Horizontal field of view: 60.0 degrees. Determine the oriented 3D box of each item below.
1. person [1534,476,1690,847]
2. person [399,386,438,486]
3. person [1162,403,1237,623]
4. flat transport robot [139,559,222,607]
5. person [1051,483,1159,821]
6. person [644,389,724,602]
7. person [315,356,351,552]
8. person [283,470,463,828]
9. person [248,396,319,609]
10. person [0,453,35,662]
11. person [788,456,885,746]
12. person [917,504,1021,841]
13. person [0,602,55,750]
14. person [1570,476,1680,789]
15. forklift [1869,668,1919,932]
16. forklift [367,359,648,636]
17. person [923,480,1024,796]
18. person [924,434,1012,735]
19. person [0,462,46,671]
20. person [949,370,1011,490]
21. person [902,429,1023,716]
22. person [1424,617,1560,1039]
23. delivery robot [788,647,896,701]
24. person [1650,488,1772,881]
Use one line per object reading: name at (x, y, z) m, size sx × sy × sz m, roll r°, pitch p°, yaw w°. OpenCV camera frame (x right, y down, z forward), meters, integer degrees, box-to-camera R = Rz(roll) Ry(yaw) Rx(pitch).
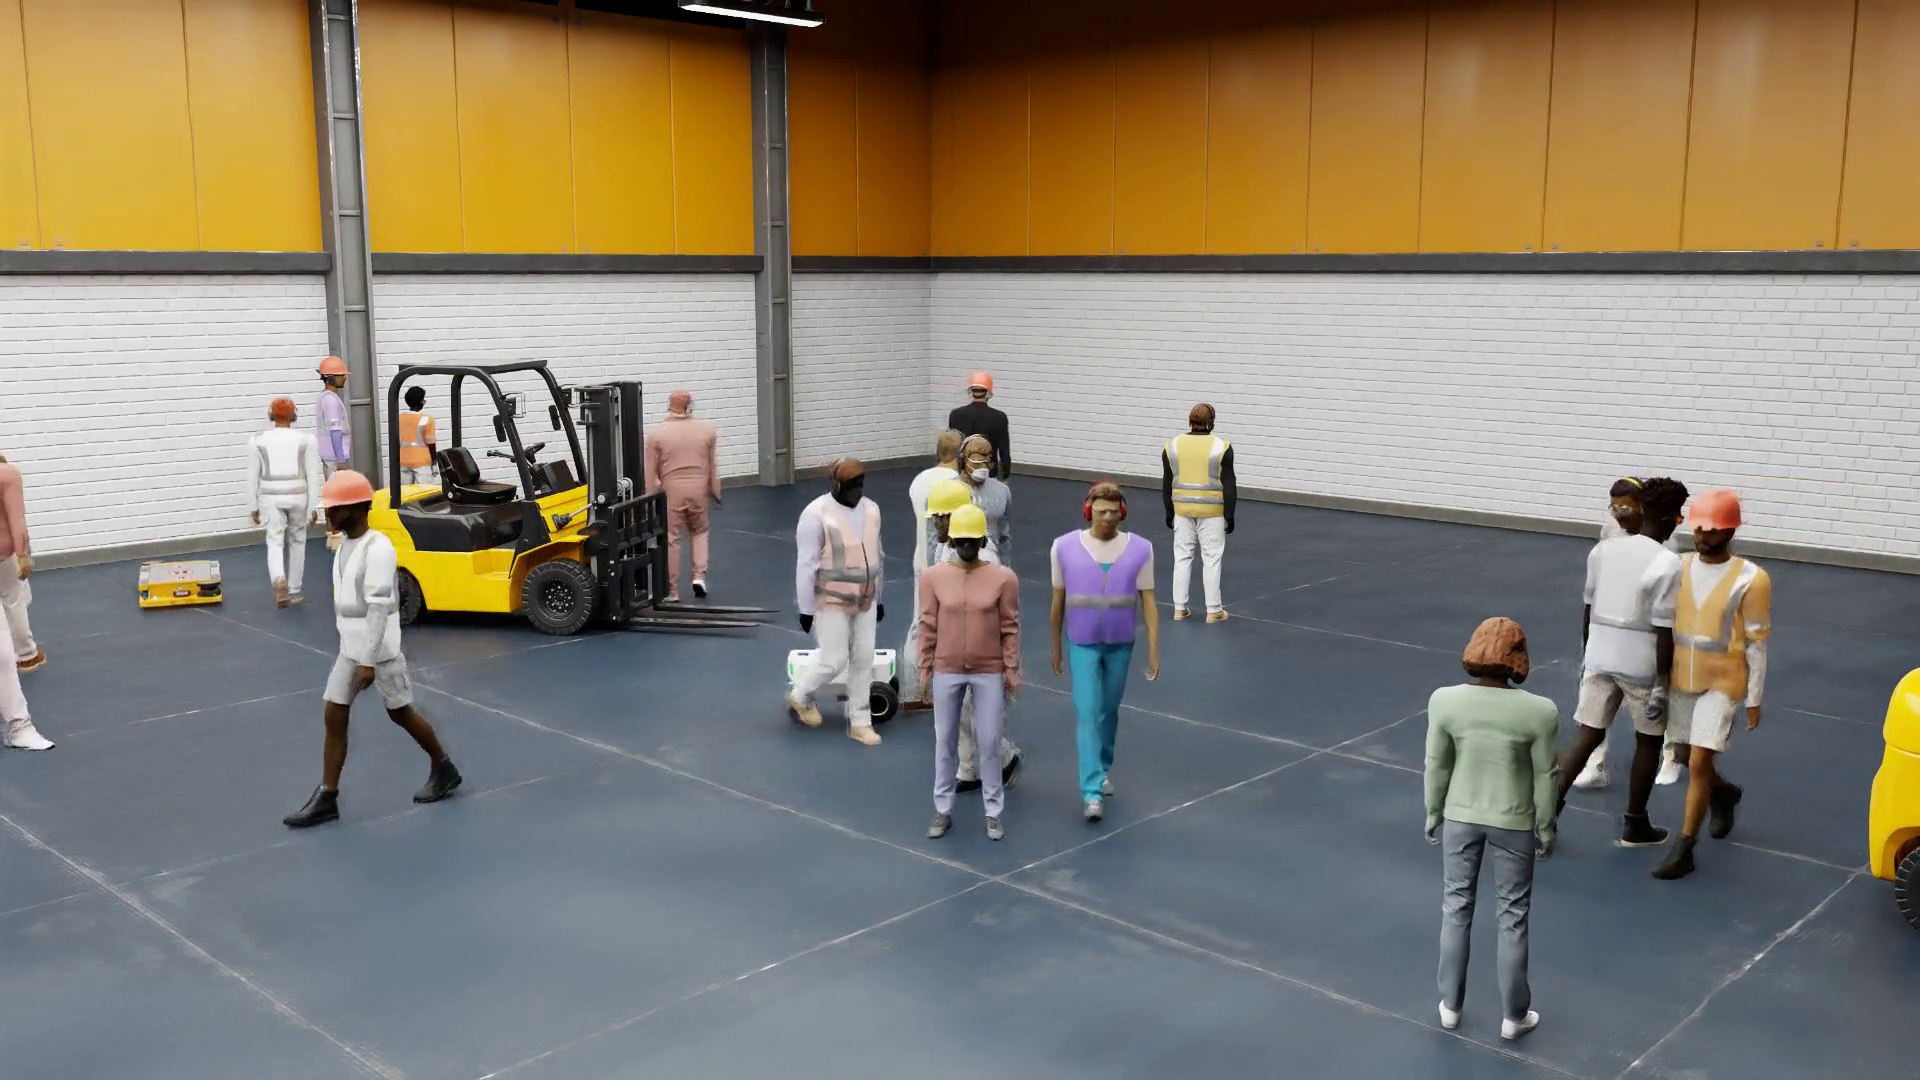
person at (3.292, 0.637, 8.410) m, size 0.798 × 1.921 × 0.629 m, roll -5°, pitch 11°, yaw -28°
person at (-5.887, -0.817, 18.006) m, size 0.535 × 1.689 × 0.320 m, roll 3°, pitch 10°, yaw 17°
person at (2.011, -0.226, 13.909) m, size 0.633 × 1.843 × 0.429 m, roll 4°, pitch 10°, yaw 25°
flat transport robot at (-7.043, 0.374, 15.030) m, size 0.652 × 0.197 × 1.431 m, roll -4°, pitch 10°, yaw -24°
person at (0.793, 0.585, 9.063) m, size 0.580 × 1.792 × 0.875 m, roll -1°, pitch 9°, yaw -6°
person at (-2.456, -0.392, 14.795) m, size 0.752 × 1.886 × 0.400 m, roll -4°, pitch 10°, yaw -24°
person at (-6.508, -0.892, 17.375) m, size 0.370 × 2.044 × 0.608 m, roll -5°, pitch 11°, yaw -29°
person at (-3.159, 0.558, 8.962) m, size 0.558 × 1.899 × 0.977 m, roll 8°, pitch 12°, yaw 41°
person at (-5.861, -0.319, 14.440) m, size 0.578 × 1.862 × 0.813 m, roll -3°, pitch 10°, yaw -18°
person at (-7.163, 0.145, 12.307) m, size 0.558 × 1.609 × 0.501 m, roll 3°, pitch 10°, yaw 17°
person at (-0.777, 0.368, 10.343) m, size 0.591 × 1.821 × 0.665 m, roll 8°, pitch 12°, yaw 41°
person at (0.047, 0.689, 8.576) m, size 0.544 × 1.763 × 0.362 m, roll 0°, pitch 9°, yaw 2°
person at (-6.121, 0.387, 10.126) m, size 1.000 × 1.861 × 0.650 m, roll 3°, pitch 10°, yaw 16°
person at (3.790, 0.535, 9.394) m, size 0.951 × 1.790 × 0.513 m, roll -7°, pitch 11°, yaw -36°
forklift at (5.205, 0.723, 7.013) m, size 2.313 × 2.155 × 1.214 m, roll 9°, pitch 13°, yaw 43°
forklift at (-3.850, -0.407, 13.936) m, size 2.313 × 2.155 × 1.214 m, roll 2°, pitch 9°, yaw 11°
person at (0.020, 0.558, 9.241) m, size 0.471 × 1.804 × 0.604 m, roll -3°, pitch 10°, yaw -19°
person at (0.075, 0.296, 10.427) m, size 0.627 × 1.934 × 0.372 m, roll -6°, pitch 11°, yaw -34°
person at (-6.947, 0.058, 11.864) m, size 0.638 × 1.950 × 0.931 m, roll -1°, pitch 9°, yaw -8°
person at (0.188, -0.633, 15.975) m, size 0.616 × 1.981 × 0.460 m, roll 4°, pitch 10°, yaw 24°
person at (-0.024, 0.202, 11.137) m, size 0.633 × 1.885 × 0.985 m, roll 9°, pitch 13°, yaw 42°
person at (2.040, 1.100, 6.413) m, size 0.498 × 1.633 × 0.287 m, roll 5°, pitch 11°, yaw 29°
delivery robot at (-0.777, 0.850, 10.955) m, size 0.707 × 0.478 × 0.477 m, roll 0°, pitch 9°, yaw -1°
person at (3.722, 0.673, 8.221) m, size 0.880 × 1.909 × 0.551 m, roll -7°, pitch 12°, yaw -38°
